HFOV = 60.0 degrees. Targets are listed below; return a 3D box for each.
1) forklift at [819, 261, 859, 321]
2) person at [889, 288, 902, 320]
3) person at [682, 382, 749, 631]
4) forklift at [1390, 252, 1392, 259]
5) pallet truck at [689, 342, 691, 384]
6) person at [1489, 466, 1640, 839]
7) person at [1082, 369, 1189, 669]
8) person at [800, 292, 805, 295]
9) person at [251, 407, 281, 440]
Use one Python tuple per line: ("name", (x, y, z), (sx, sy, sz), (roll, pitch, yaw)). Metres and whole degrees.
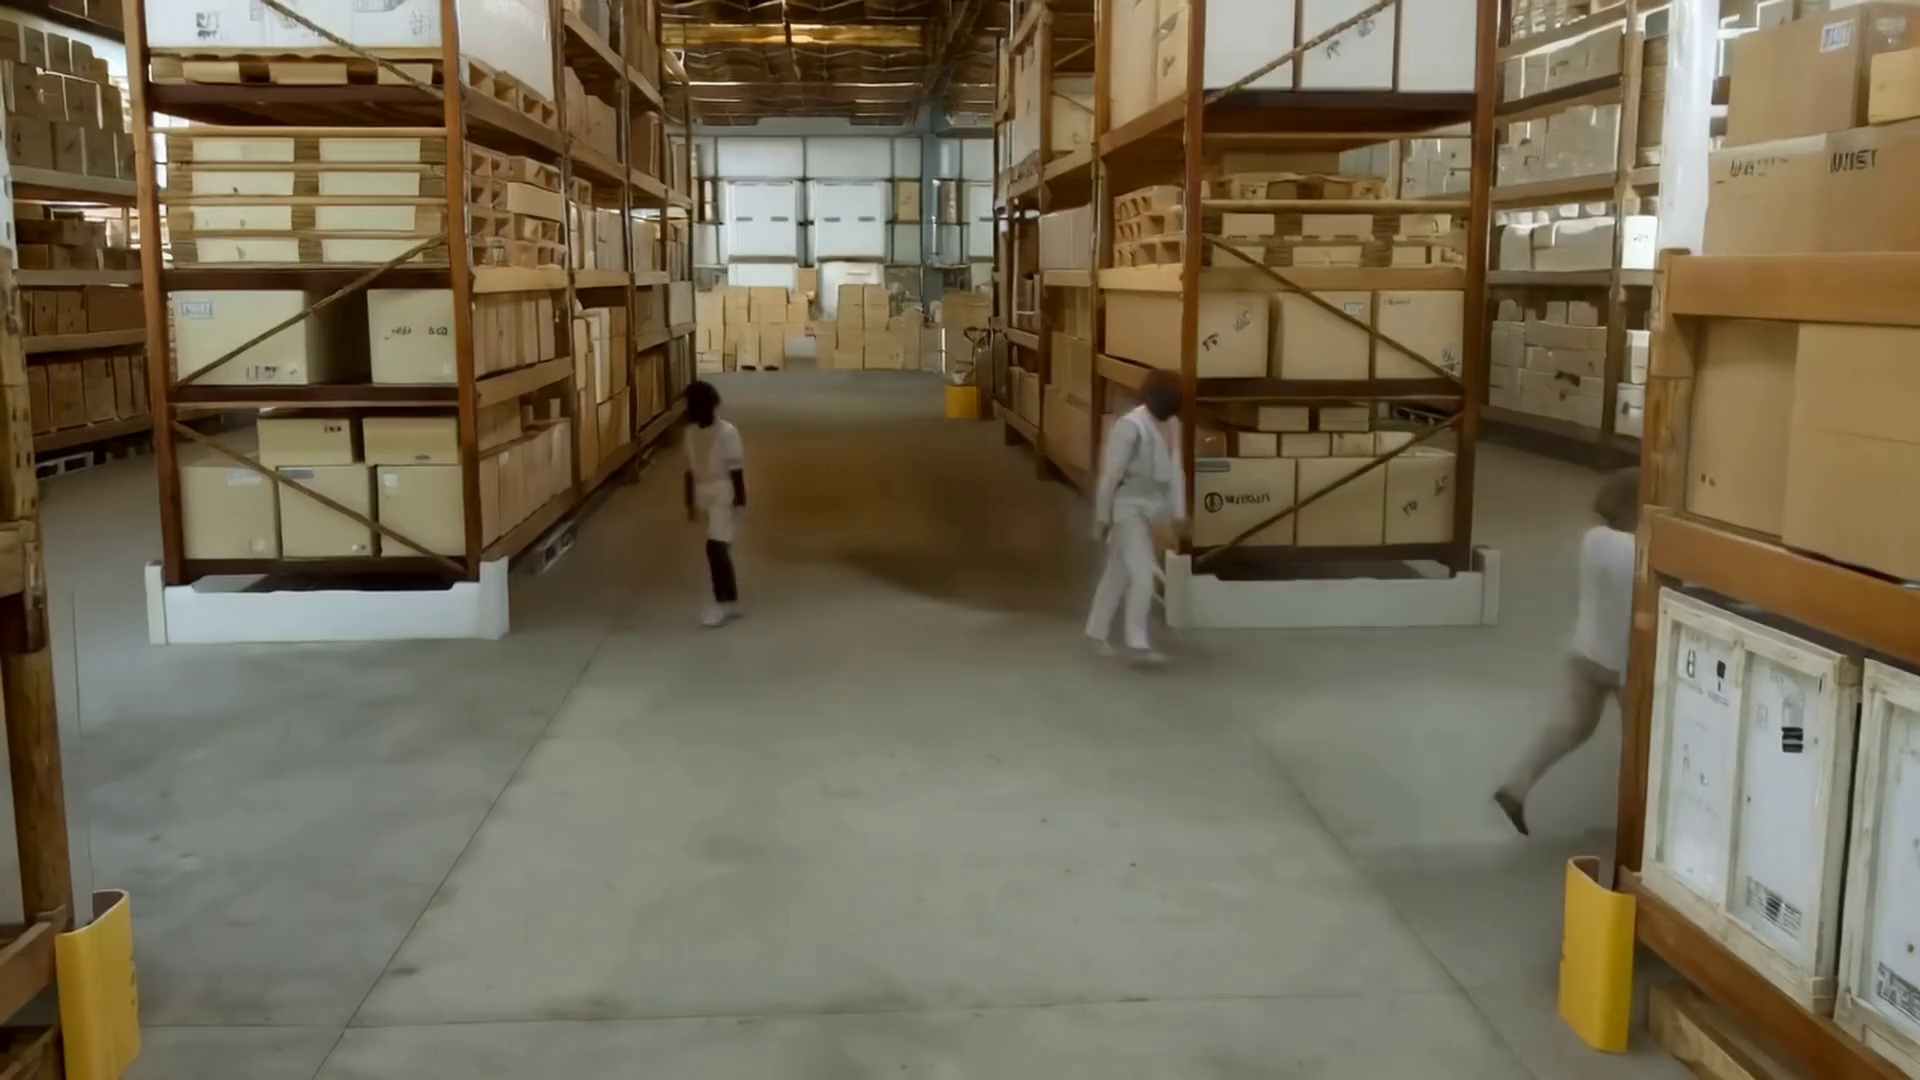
("forklift", (-3.792, -7.756, 54.530), (1.129, 2.768, 1.873), (-5, 10, -29))
("person", (-2.310, -7.828, 57.983), (0.636, 1.928, 0.387), (3, 10, 19))
("person", (-1.644, -0.221, 11.048), (0.654, 1.649, 0.605), (-9, 13, -44))
("forklift", (8.627, -4.428, 33.633), (1.129, 2.768, 1.873), (-1, 9, -4))
("pallet truck", (-5.225, -3.008, 27.480), (1.885, 1.965, 0.823), (2, 9, 14))
("person", (2.619, 0.483, 6.828), (0.795, 1.600, 0.513), (-1, 9, -5))
("person", (1.102, -0.141, 10.136), (0.816, 1.788, 0.634), (6, 11, 32))
("person", (-6.332, -9.133, 66.910), (0.360, 1.685, 0.538), (1, 9, 3))
("person", (-7.036, -1.206, 17.247), (0.547, 1.647, 0.884), (0, 9, -2))
